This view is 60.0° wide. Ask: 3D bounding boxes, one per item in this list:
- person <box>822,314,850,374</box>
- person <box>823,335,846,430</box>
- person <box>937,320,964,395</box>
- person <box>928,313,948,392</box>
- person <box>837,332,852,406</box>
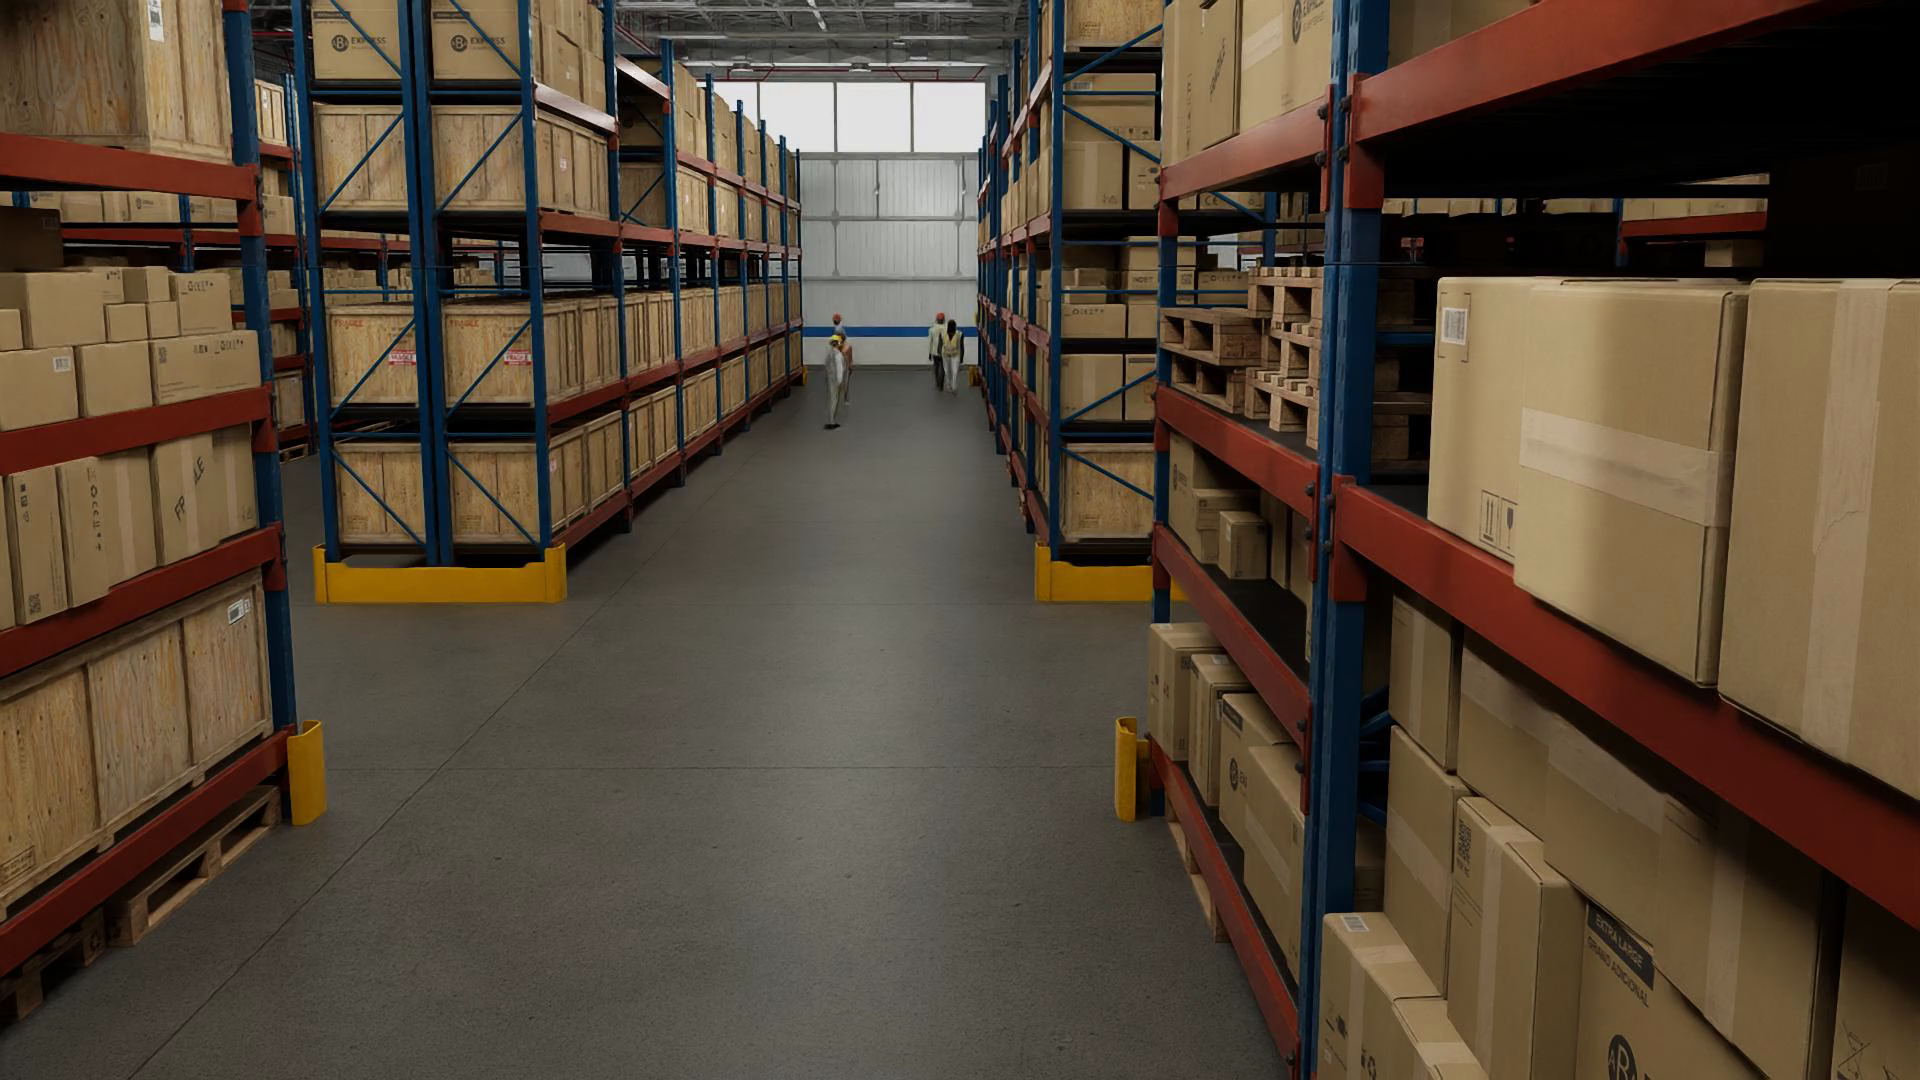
[{"bbox_3d":[-3.573,-5.619,47.833,0.868,1.714,0.560,0,9,-3],"label":"person"},{"bbox_3d":[-2.436,-2.991,31.569,0.559,1.783,0.661,-5,11,-28],"label":"person"},{"bbox_3d":[-0.233,-4.446,40.447,0.637,1.799,0.993,1,9,5],"label":"person"},{"bbox_3d":[-0.459,-4.663,41.356,0.635,1.937,1.043,1,9,9],"label":"person"},{"bbox_3d":[-2.638,-3.788,36.884,0.510,1.639,0.308,0,9,3],"label":"person"}]
